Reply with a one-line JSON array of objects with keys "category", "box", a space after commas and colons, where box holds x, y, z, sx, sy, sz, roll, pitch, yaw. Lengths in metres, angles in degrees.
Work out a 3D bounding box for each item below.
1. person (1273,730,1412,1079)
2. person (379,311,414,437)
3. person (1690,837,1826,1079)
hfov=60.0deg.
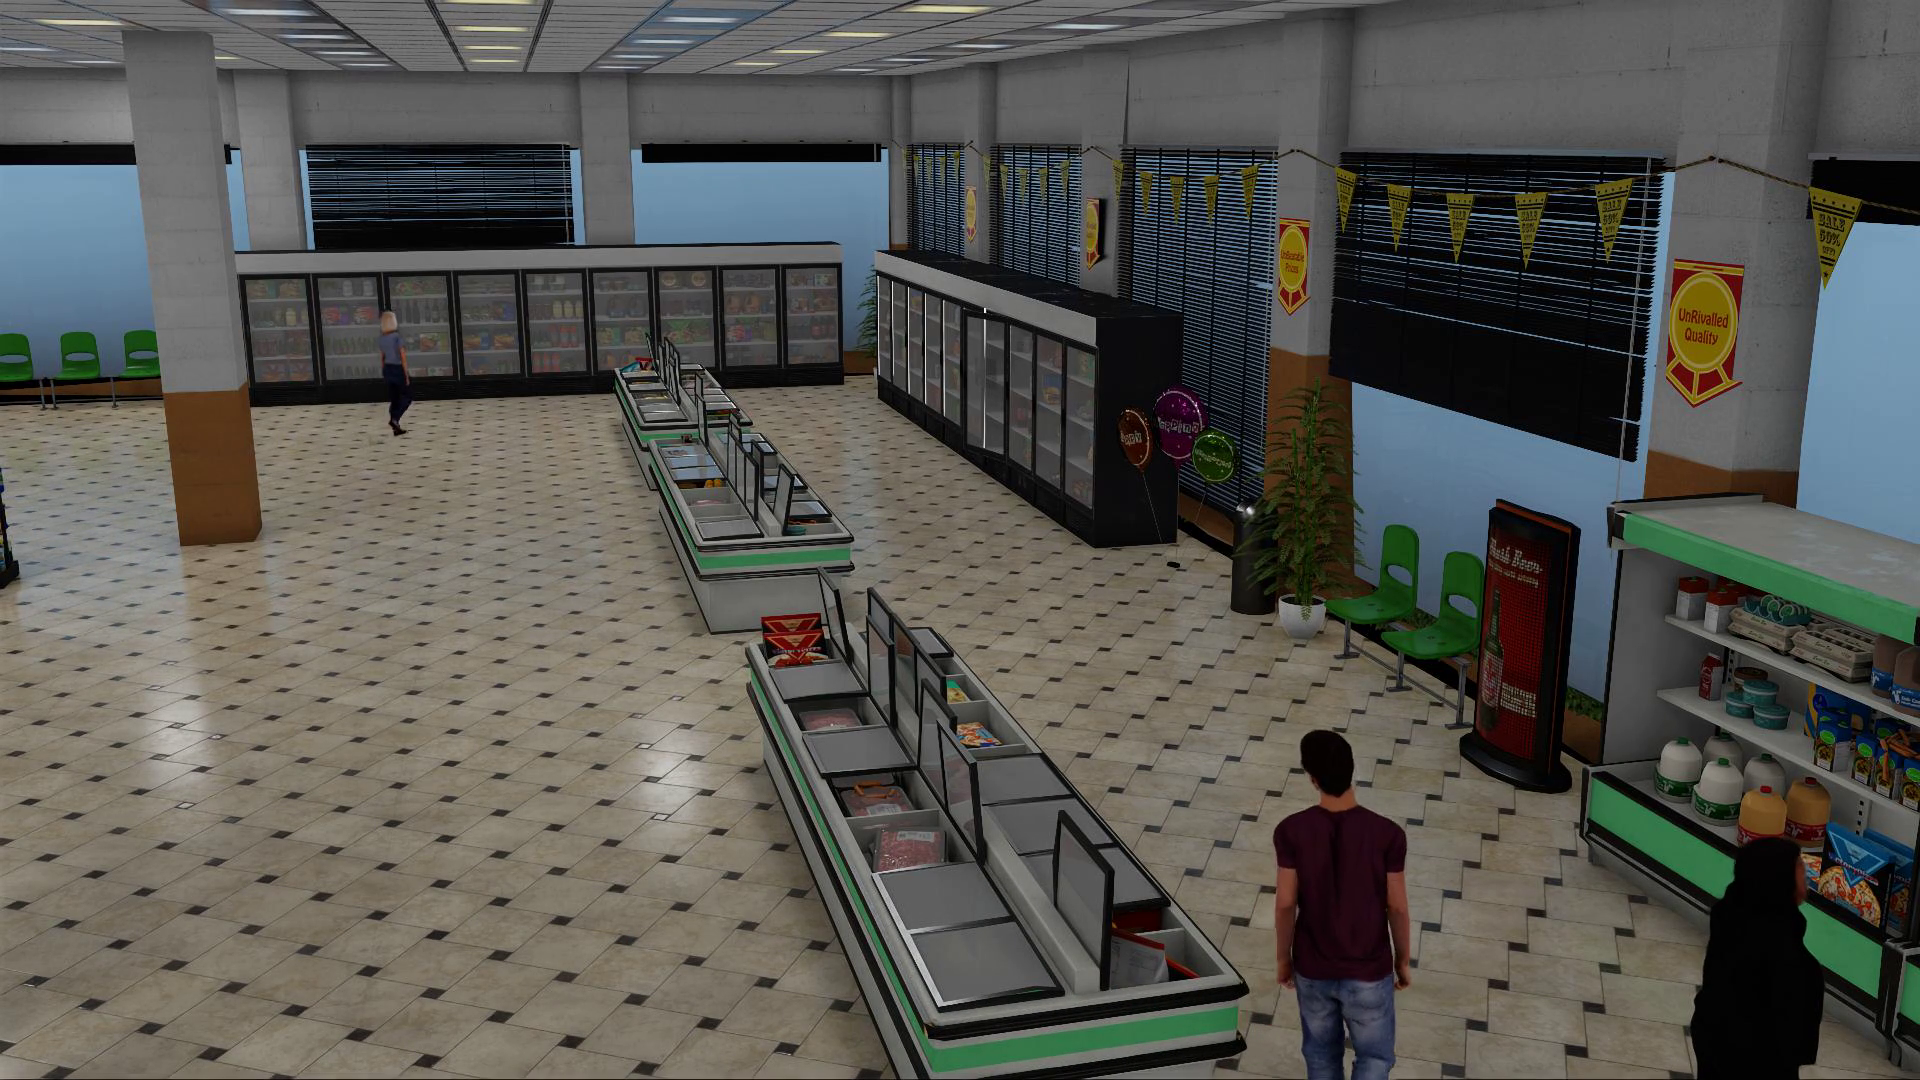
[{"category": "person", "box": [1.442, 1.650, 6.321, 0.942, 1.822, 1.028, 5, 15, 20]}, {"category": "person", "box": [-7.718, -2.237, 22.584, 0.755, 1.709, 0.813, 6, 15, 22]}, {"category": "person", "box": [2.823, 1.837, 5.989, 0.735, 1.616, 0.602, -2, 14, -7]}]
